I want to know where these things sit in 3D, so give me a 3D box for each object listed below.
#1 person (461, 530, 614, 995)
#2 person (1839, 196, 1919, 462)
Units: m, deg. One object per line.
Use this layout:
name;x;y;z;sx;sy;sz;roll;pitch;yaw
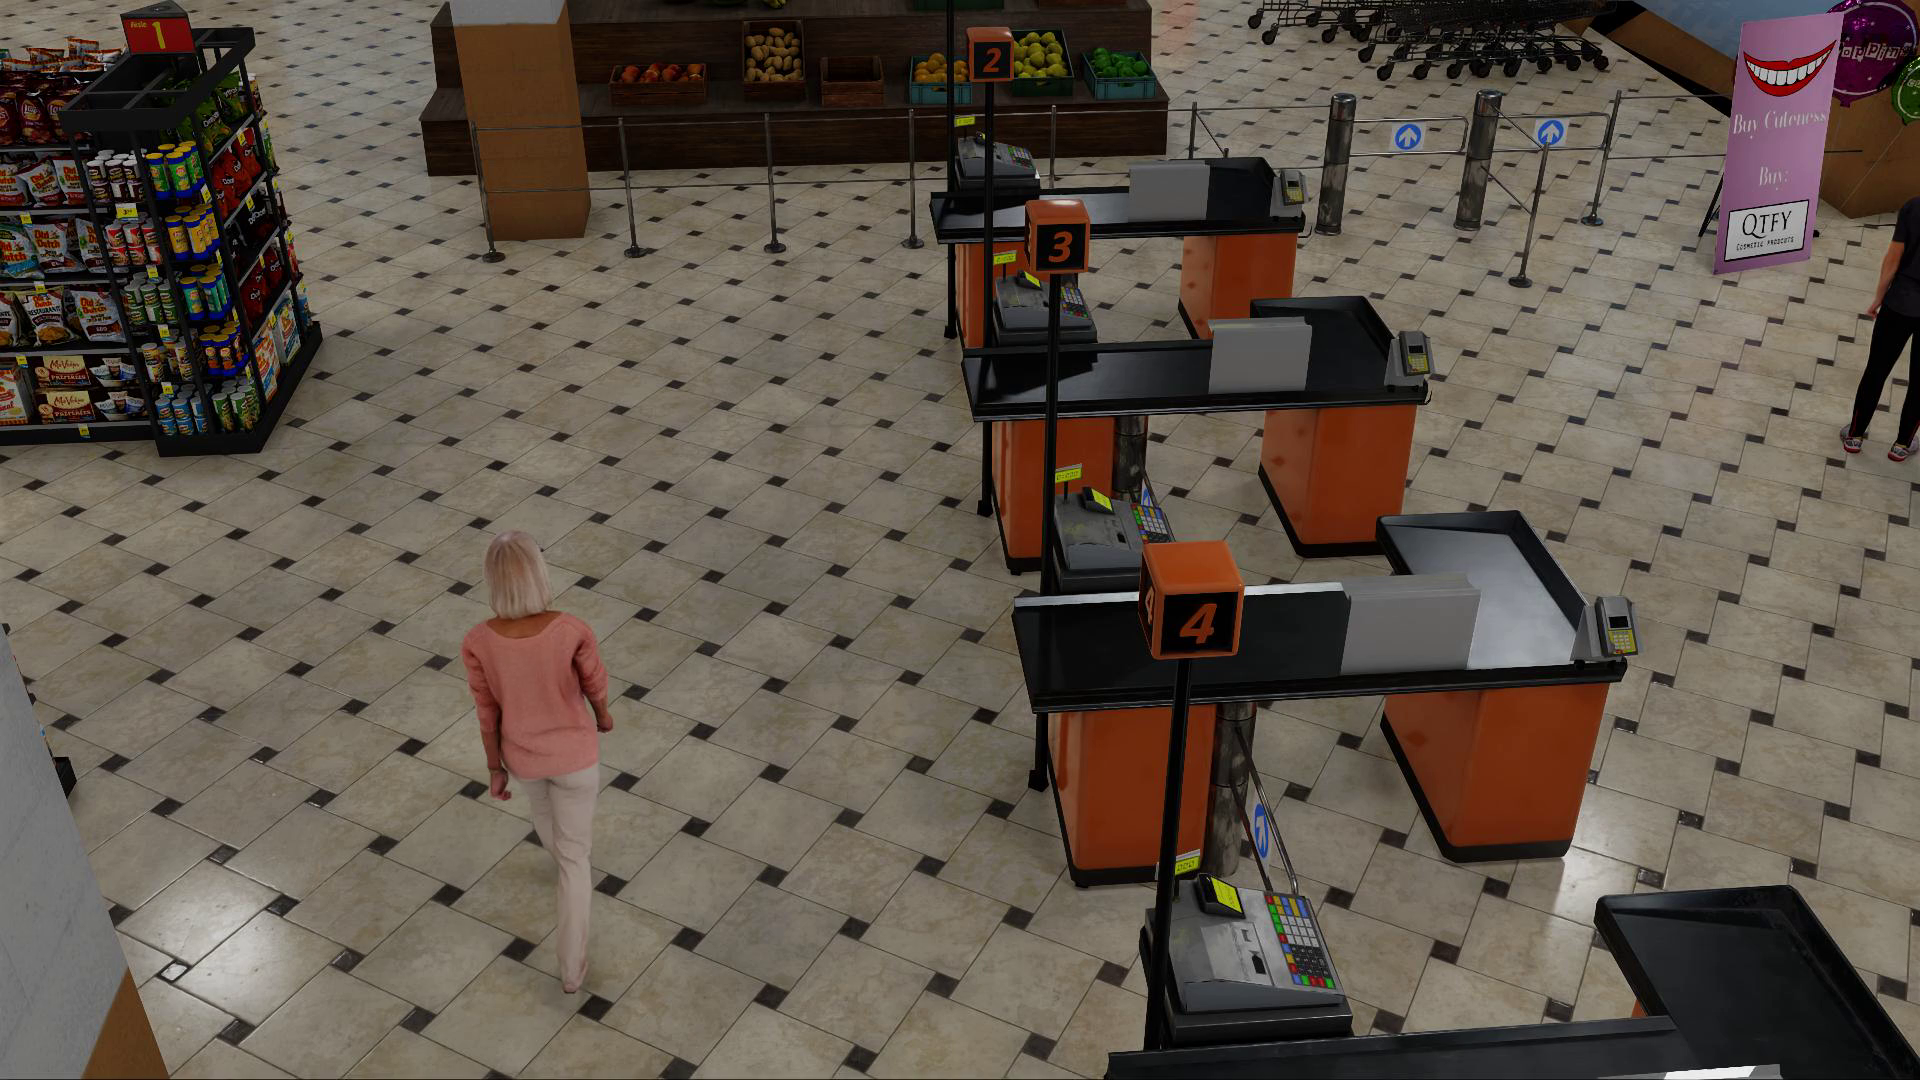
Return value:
person;-1.436;0.798;5.786;1.053;1.683;0.676;-2;32;-4
person;5.207;-1.267;9.027;0.690;1.764;0.784;18;36;27
